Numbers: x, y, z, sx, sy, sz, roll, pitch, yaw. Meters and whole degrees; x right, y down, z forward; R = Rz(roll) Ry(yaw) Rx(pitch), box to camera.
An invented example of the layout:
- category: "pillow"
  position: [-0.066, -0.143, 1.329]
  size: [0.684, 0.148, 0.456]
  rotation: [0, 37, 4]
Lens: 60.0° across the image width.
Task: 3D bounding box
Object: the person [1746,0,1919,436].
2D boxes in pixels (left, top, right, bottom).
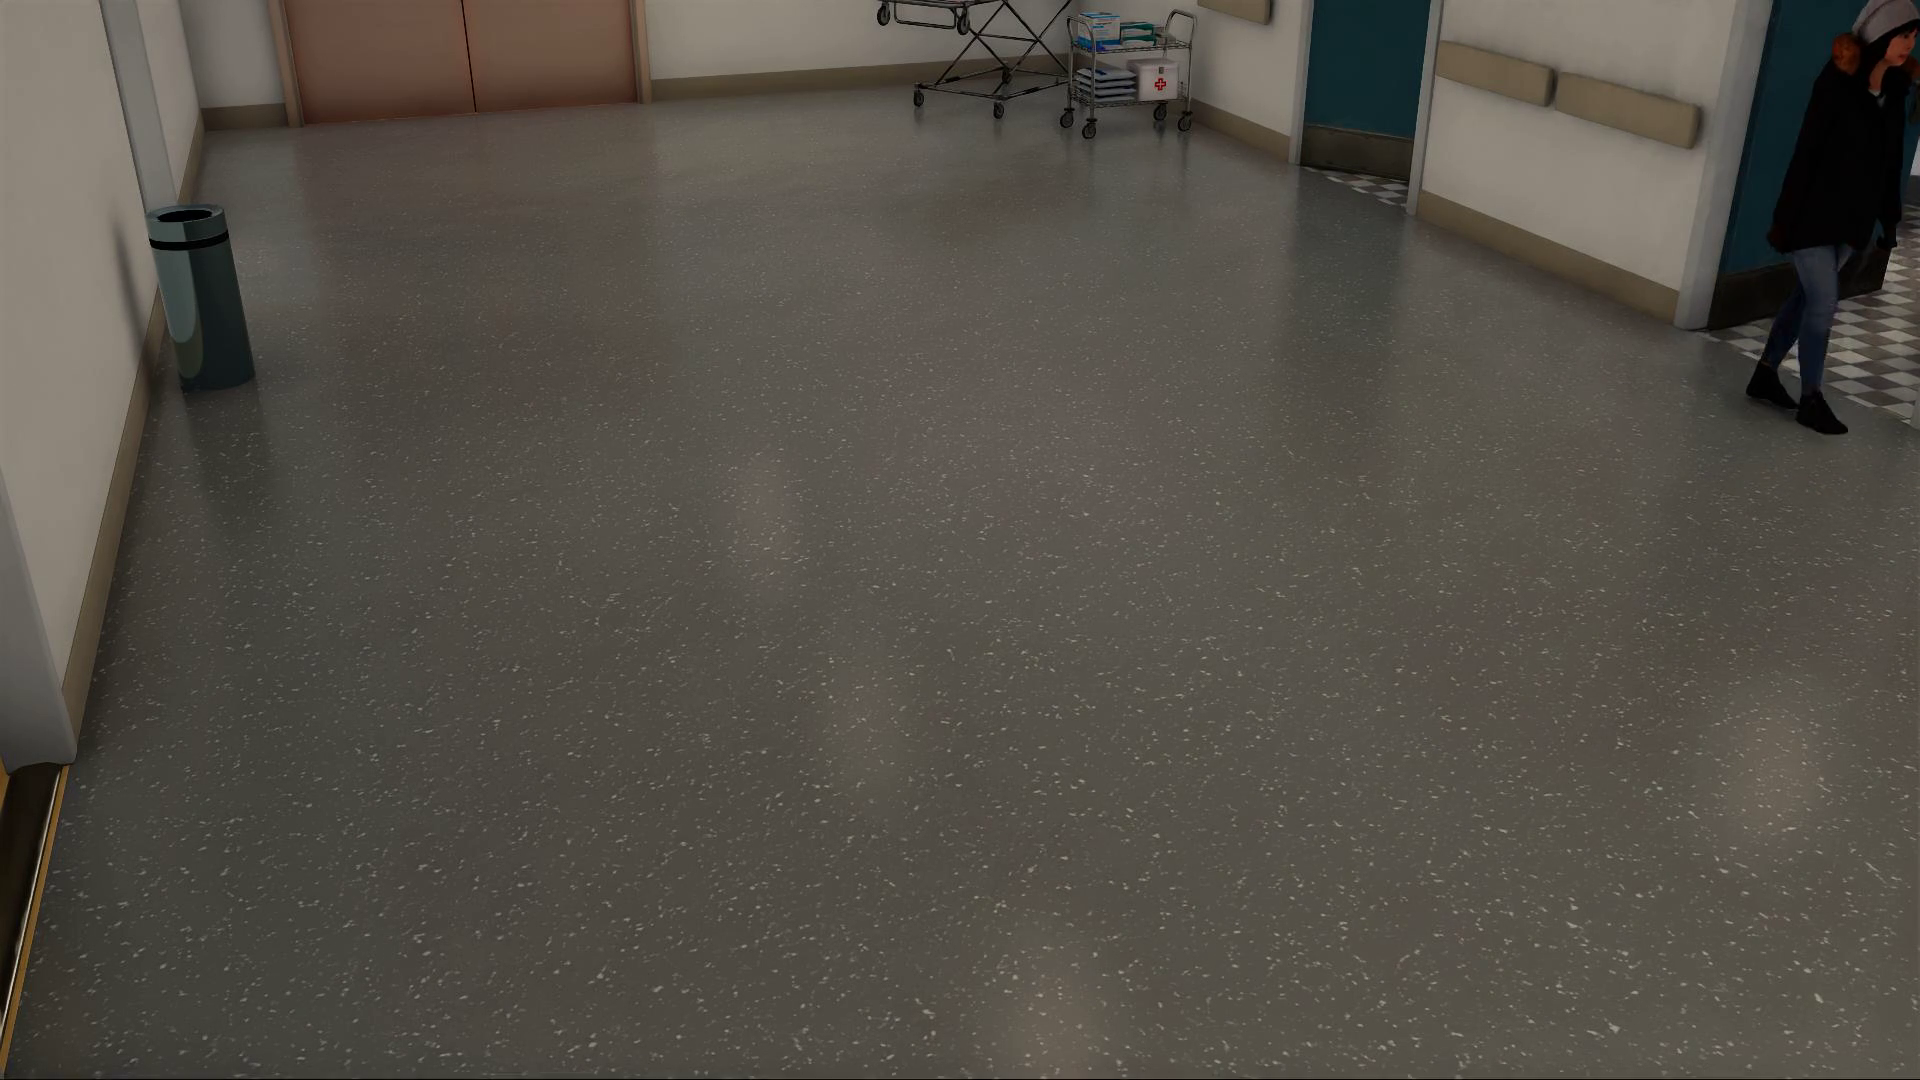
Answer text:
- category: "person"
  position: [3.297, -1.269, 6.420]
  size: [0.642, 1.616, 0.804]
  rotation: [-10, 27, -20]
